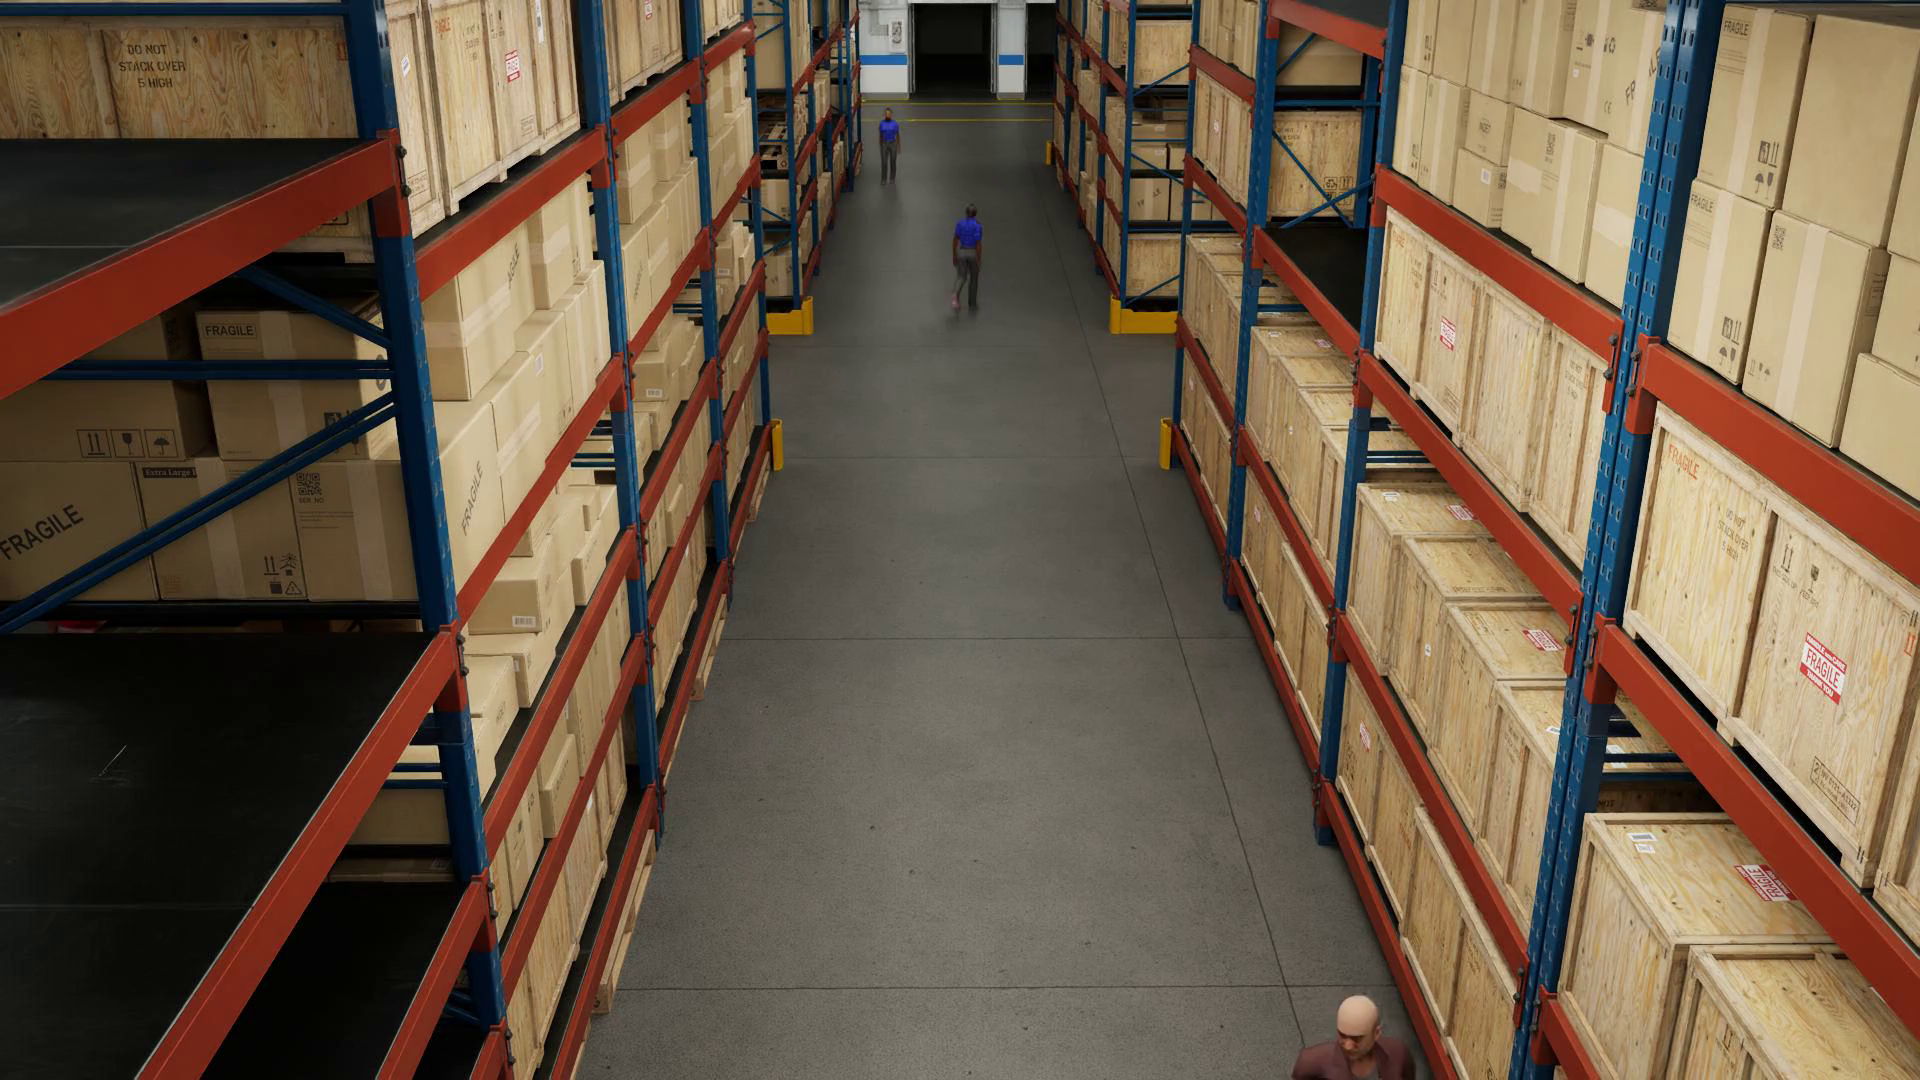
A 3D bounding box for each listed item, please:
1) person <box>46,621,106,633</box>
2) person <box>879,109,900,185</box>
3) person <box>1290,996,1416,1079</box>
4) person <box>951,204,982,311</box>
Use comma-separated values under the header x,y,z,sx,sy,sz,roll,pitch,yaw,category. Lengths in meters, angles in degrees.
x,y,z,sx,sy,sz,roll,pitch,yaw,category
-6.553,0.810,12.546,0.579,1.761,0.366,1,22,3,person
-1.545,-8.604,36.480,0.453,1.644,0.765,0,22,0,person
1.772,2.764,7.440,0.688,1.768,0.533,-2,22,-5,person
0.097,-4.356,25.708,0.460,1.645,0.703,7,23,18,person
